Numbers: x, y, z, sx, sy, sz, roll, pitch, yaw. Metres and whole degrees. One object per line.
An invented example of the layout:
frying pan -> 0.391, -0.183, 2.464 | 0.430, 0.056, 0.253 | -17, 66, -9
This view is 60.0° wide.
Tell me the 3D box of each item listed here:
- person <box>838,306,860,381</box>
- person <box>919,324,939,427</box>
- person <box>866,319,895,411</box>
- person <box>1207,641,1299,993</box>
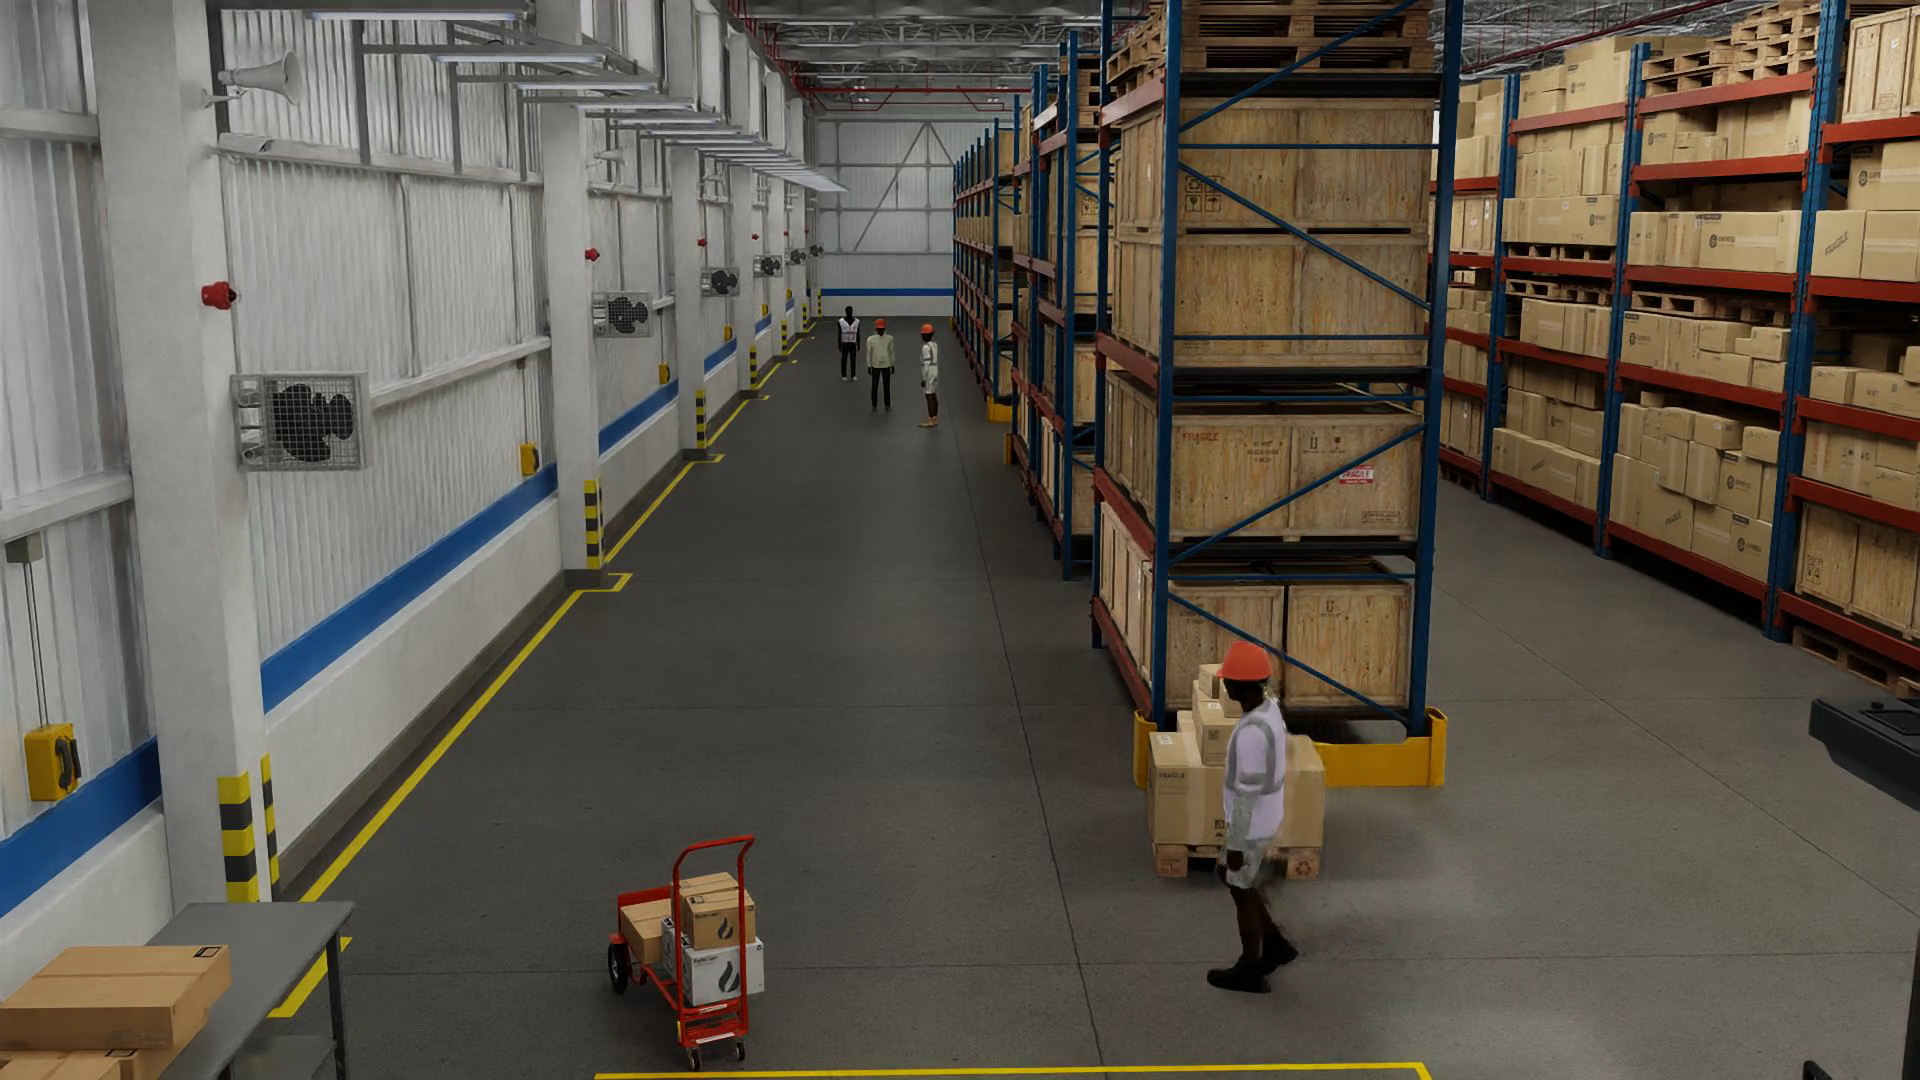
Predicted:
person -> -2.836, -5.016, 42.476 | 0.589, 1.913, 0.398 | -4, 12, -21
person -> -0.629, -3.248, 32.927 | 0.385, 2.045, 0.605 | 4, 12, 19
person -> -1.699, -3.751, 35.700 | 0.613, 1.989, 0.403 | -3, 11, -15
person -> 1.504, 1.462, 8.732 | 0.406, 1.924, 0.582 | 4, 11, 19
